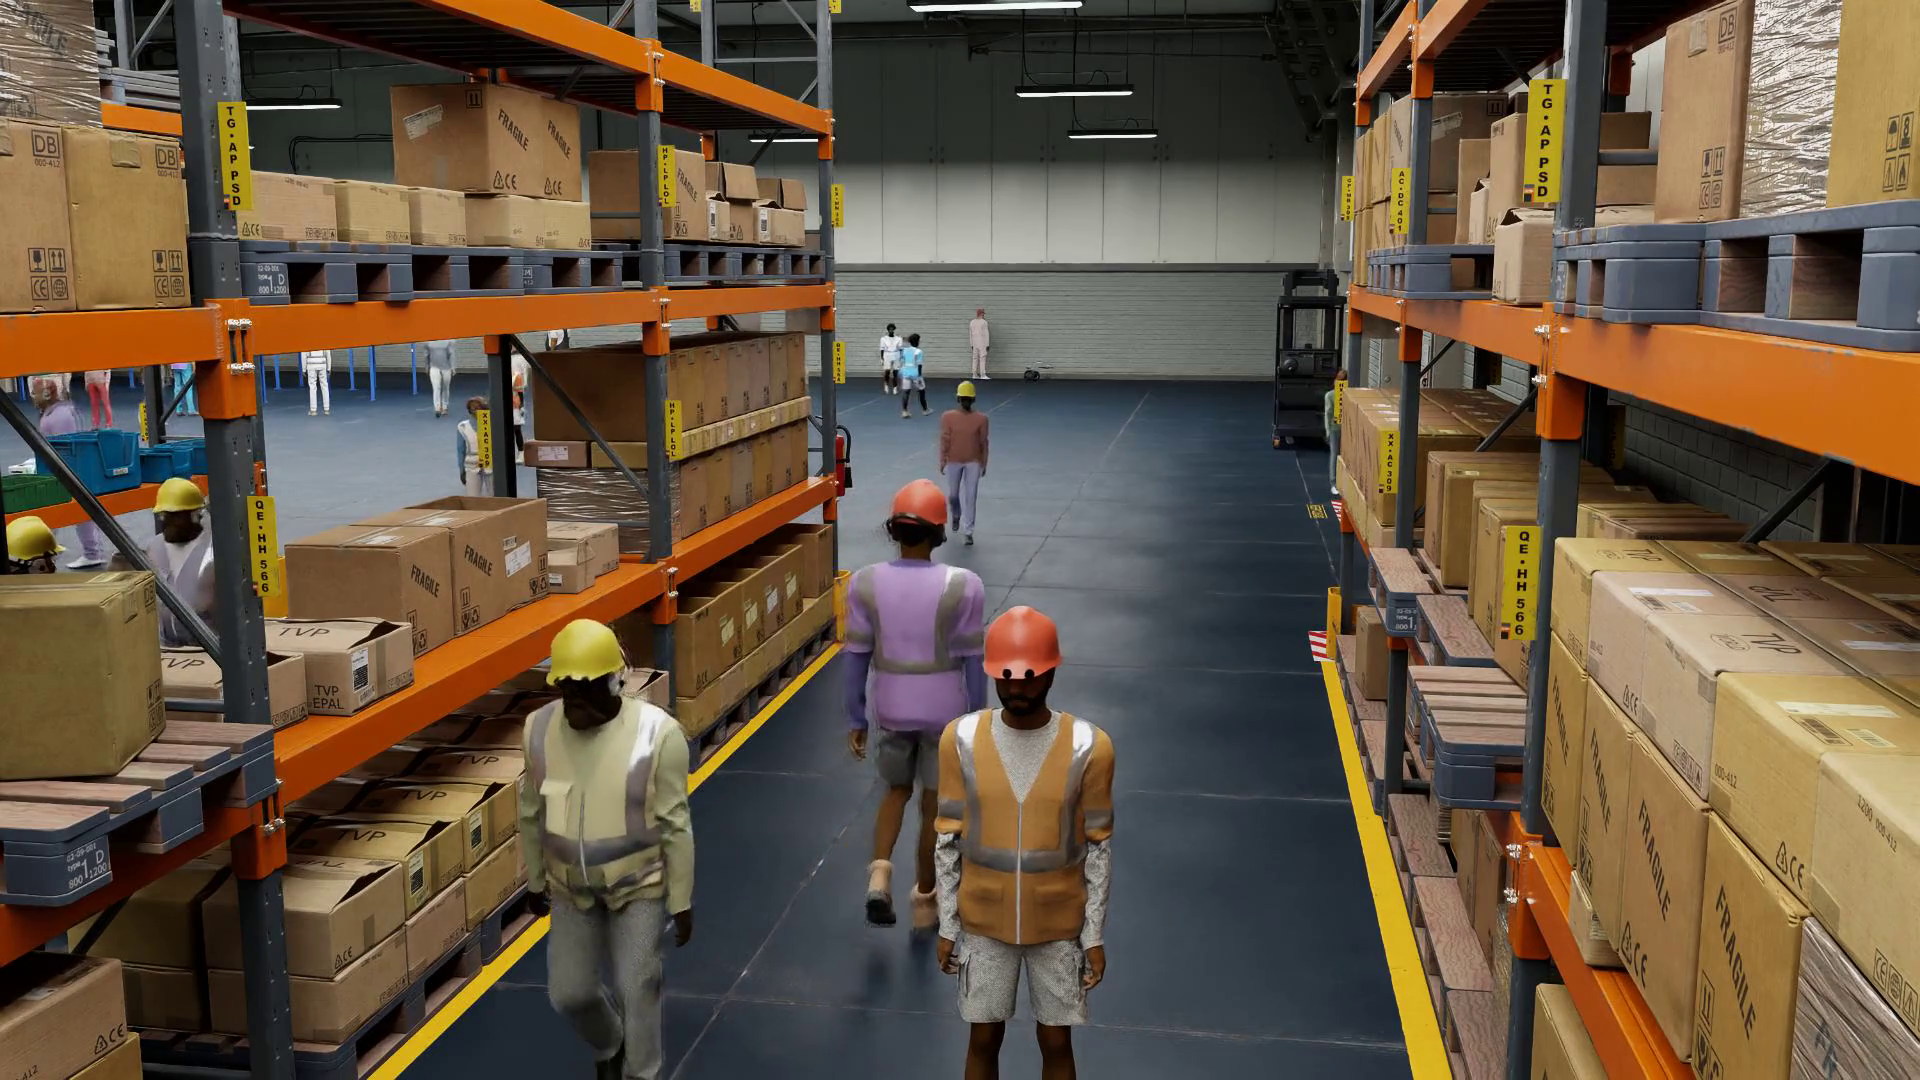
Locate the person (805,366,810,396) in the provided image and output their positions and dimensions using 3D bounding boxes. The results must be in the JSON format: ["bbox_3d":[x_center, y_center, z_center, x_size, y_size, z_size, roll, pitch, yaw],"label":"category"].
[{"bbox_3d":[-2.533,-2.032,25.066,0.521,1.820,0.826,-4,10,-25],"label":"person"}]

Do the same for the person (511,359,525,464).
[{"bbox_3d":[-6.856,-1.998,25.224,0.541,1.690,0.331,1,9,9],"label":"person"}]

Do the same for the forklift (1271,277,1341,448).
[{"bbox_3d":[5.847,-3.016,27.970,1.129,2.768,1.873,1,9,9],"label":"forklift"}]

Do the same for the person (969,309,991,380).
[{"bbox_3d":[0.558,-5.245,44.580,0.651,1.907,0.409,9,13,43],"label":"person"}]

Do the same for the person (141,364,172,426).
[{"bbox_3d":[-15.190,-3.088,31.411,0.438,1.863,0.503,6,11,32],"label":"person"}]

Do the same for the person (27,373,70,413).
[{"bbox_3d":[-14.942,-2.484,27.255,0.610,2.012,0.952,-5,10,-26],"label":"person"}]

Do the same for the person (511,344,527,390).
[{"bbox_3d":[-8.392,-2.922,31.132,0.522,1.607,0.640,3,10,16],"label":"person"}]

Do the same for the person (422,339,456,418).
[{"bbox_3d":[-10.469,-3.428,33.474,0.626,1.890,1.047,-3,10,-16],"label":"person"}]

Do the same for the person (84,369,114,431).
[{"bbox_3d":[-15.703,-2.840,30.223,0.568,1.760,0.361,3,10,15],"label":"person"}]

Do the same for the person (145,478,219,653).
[{"bbox_3d":[-4.196,0.552,9.161,0.598,1.808,0.460,2,9,13],"label":"person"}]

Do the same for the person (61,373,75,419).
[{"bbox_3d":[-16.465,-2.955,30.401,0.594,1.922,0.384,7,11,36],"label":"person"}]

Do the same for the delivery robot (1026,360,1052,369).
[{"bbox_3d":[2.119,-4.698,44.405,0.698,0.223,0.335,-4,10,-24],"label":"delivery robot"}]

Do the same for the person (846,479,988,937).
[{"bbox_3d":[-0.186,0.749,7.240,0.616,2.027,0.501,3,10,17],"label":"person"}]

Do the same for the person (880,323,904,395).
[{"bbox_3d":[-1.600,-4.257,39.184,0.544,1.683,0.453,-2,9,-10],"label":"person"}]

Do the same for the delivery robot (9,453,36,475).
[{"bbox_3d":[-12.074,-0.899,21.777,0.477,0.478,0.707,2,10,14],"label":"delivery robot"}]

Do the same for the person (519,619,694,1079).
[{"bbox_3d":[-1.178,1.131,5.541,0.635,1.809,0.481,2,9,10],"label":"person"}]

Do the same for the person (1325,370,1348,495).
[{"bbox_3d":[5.022,-1.413,21.820,0.517,1.631,0.330,-1,9,-9],"label":"person"}]

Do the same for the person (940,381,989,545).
[{"bbox_3d":[0.050,-0.856,17.972,0.539,1.748,0.599,0,9,2],"label":"person"}]

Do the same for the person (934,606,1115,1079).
[{"bbox_3d":[0.189,1.150,5.041,0.545,1.938,0.360,1,9,7],"label":"person"}]

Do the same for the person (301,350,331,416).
[{"bbox_3d":[-13.050,-3.475,33.727,0.583,1.884,0.350,-7,11,-35],"label":"person"}]

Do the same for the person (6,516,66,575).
[{"bbox_3d":[-4.134,0.805,7.489,0.587,1.835,0.404,4,10,22],"label":"person"}]

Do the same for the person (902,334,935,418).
[{"bbox_3d":[-0.872,-3.275,33.165,0.547,1.655,0.828,7,12,38],"label":"person"}]

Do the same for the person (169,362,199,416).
[{"bbox_3d":[-15.670,-3.412,33.482,0.564,1.837,0.393,2,9,10],"label":"person"}]

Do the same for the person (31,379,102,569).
[{"bbox_3d":[-8.900,-0.626,16.202,0.899,1.866,0.639,-4,10,-23],"label":"person"}]

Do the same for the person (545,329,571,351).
[{"bbox_3d":[-9.558,-4.455,39.422,0.537,2.000,0.683,3,10,18],"label":"person"}]

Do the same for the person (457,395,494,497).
[{"bbox_3d":[-5.072,-0.741,17.690,0.519,1.616,0.678,-2,9,-11],"label":"person"}]
